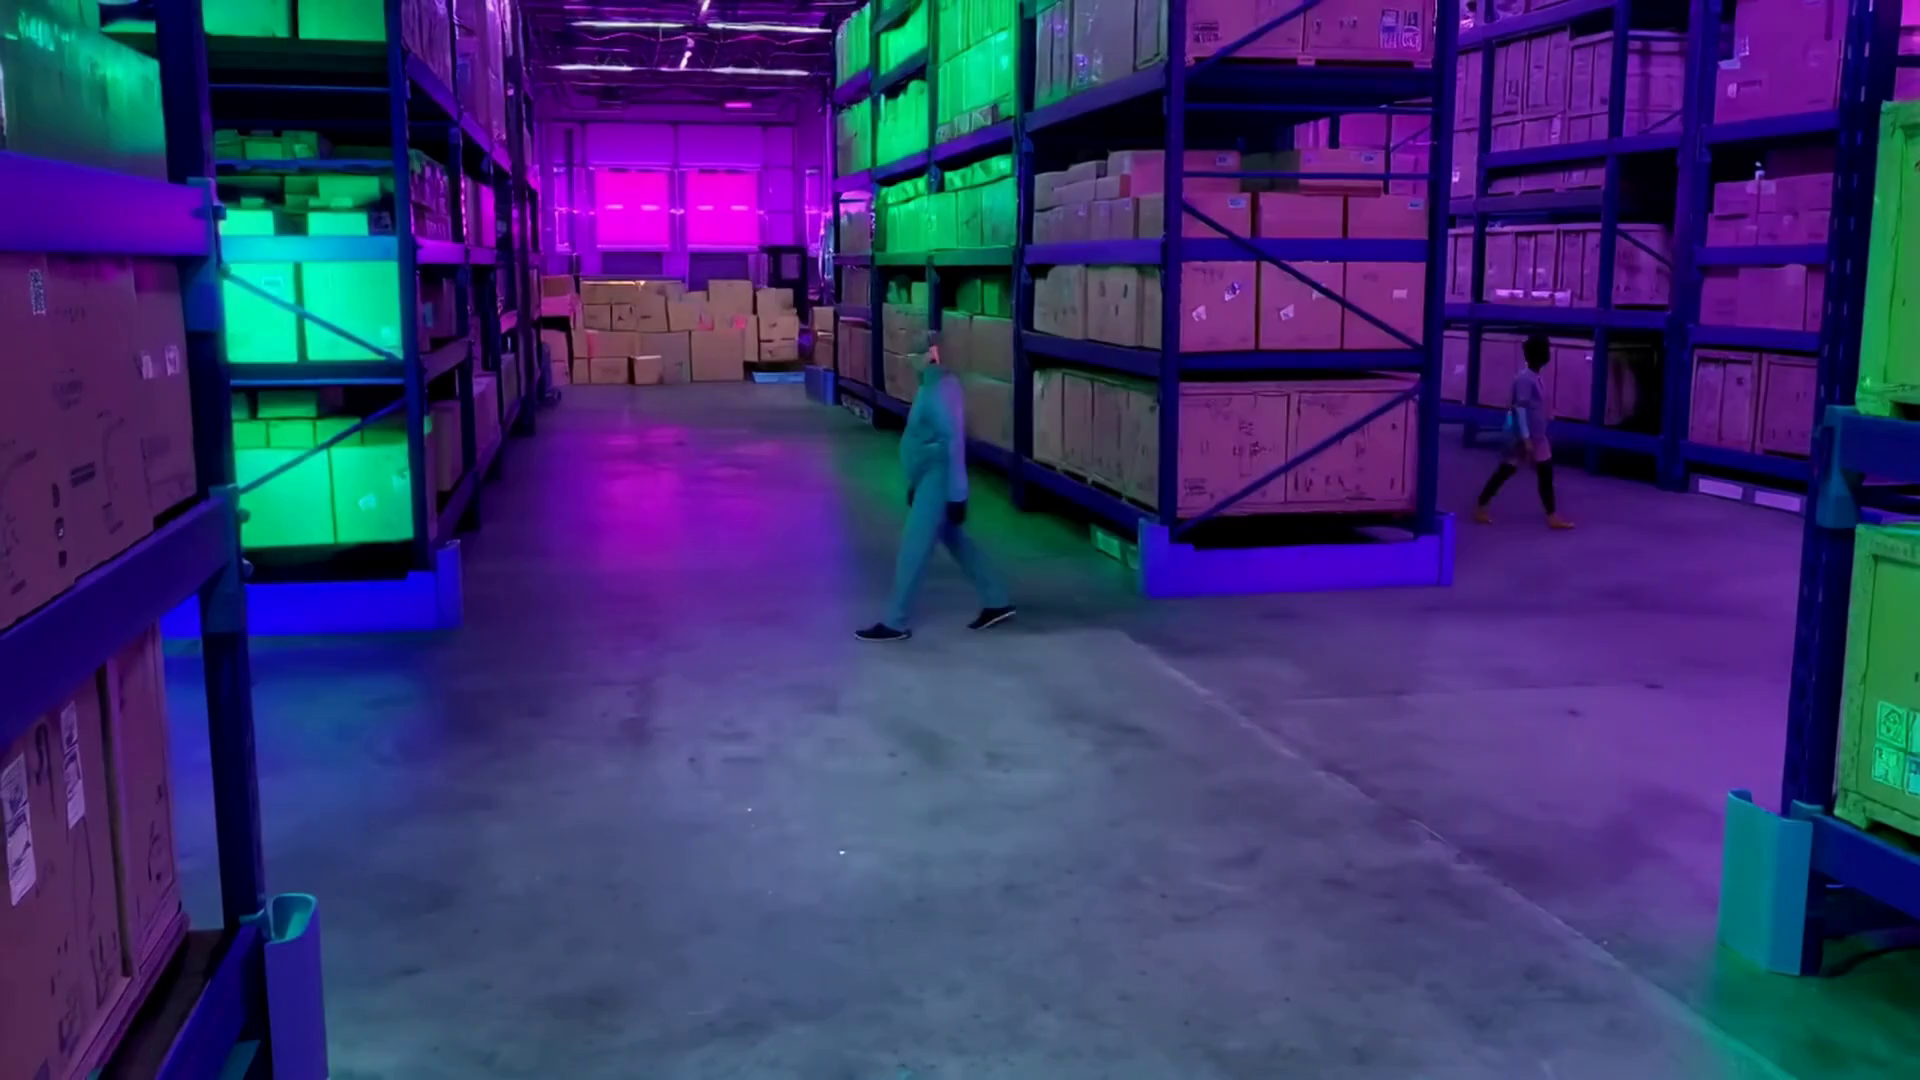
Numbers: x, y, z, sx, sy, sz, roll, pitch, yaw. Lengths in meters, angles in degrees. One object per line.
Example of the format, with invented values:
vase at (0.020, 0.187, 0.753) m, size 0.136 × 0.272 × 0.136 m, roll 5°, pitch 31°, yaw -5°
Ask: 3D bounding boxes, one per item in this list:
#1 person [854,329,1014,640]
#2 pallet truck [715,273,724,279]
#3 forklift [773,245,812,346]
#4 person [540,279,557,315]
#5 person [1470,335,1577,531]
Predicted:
person at (-0.120, -0.337, 9.994) m, size 0.994 × 1.864 × 0.664 m, roll -2°, pitch 10°, yaw -11°
pallet truck at (-8.580, -8.986, 62.280) m, size 1.885 × 1.965 × 0.823 m, roll 1°, pitch 9°, yaw 5°
forklift at (-4.787, -6.907, 46.924) m, size 1.129 × 2.768 × 1.873 m, roll 1°, pitch 9°, yaw 5°
person at (-12.620, -7.127, 51.273) m, size 0.470 × 1.896 × 0.765 m, roll 6°, pitch 11°, yaw 32°
person at (4.795, -0.919, 14.145) m, size 0.874 × 1.657 × 0.541 m, roll 8°, pitch 12°, yaw 41°
